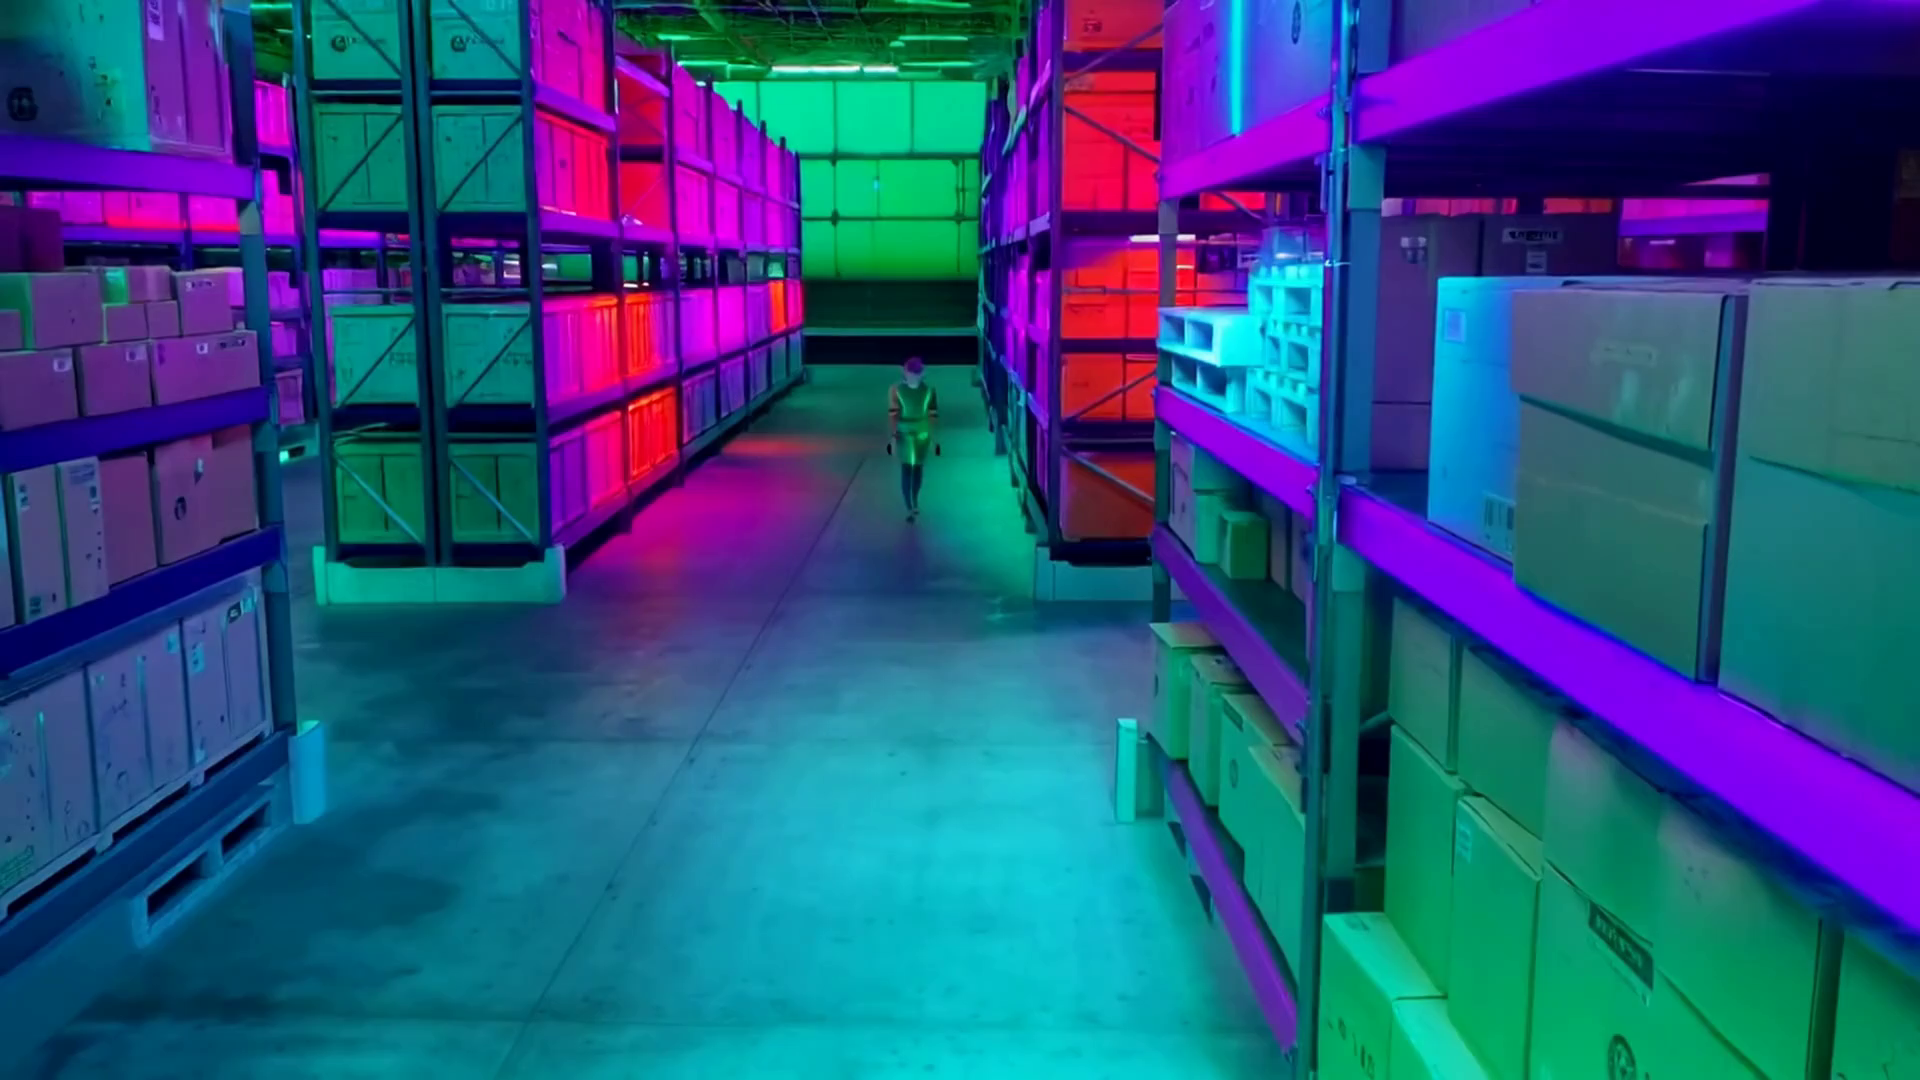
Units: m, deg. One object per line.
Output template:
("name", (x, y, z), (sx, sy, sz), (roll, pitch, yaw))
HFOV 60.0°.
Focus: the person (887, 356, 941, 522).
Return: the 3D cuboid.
("person", (-0.556, -1.237, 20.198), (0.634, 1.982, 1.080), (-1, 9, -9))
